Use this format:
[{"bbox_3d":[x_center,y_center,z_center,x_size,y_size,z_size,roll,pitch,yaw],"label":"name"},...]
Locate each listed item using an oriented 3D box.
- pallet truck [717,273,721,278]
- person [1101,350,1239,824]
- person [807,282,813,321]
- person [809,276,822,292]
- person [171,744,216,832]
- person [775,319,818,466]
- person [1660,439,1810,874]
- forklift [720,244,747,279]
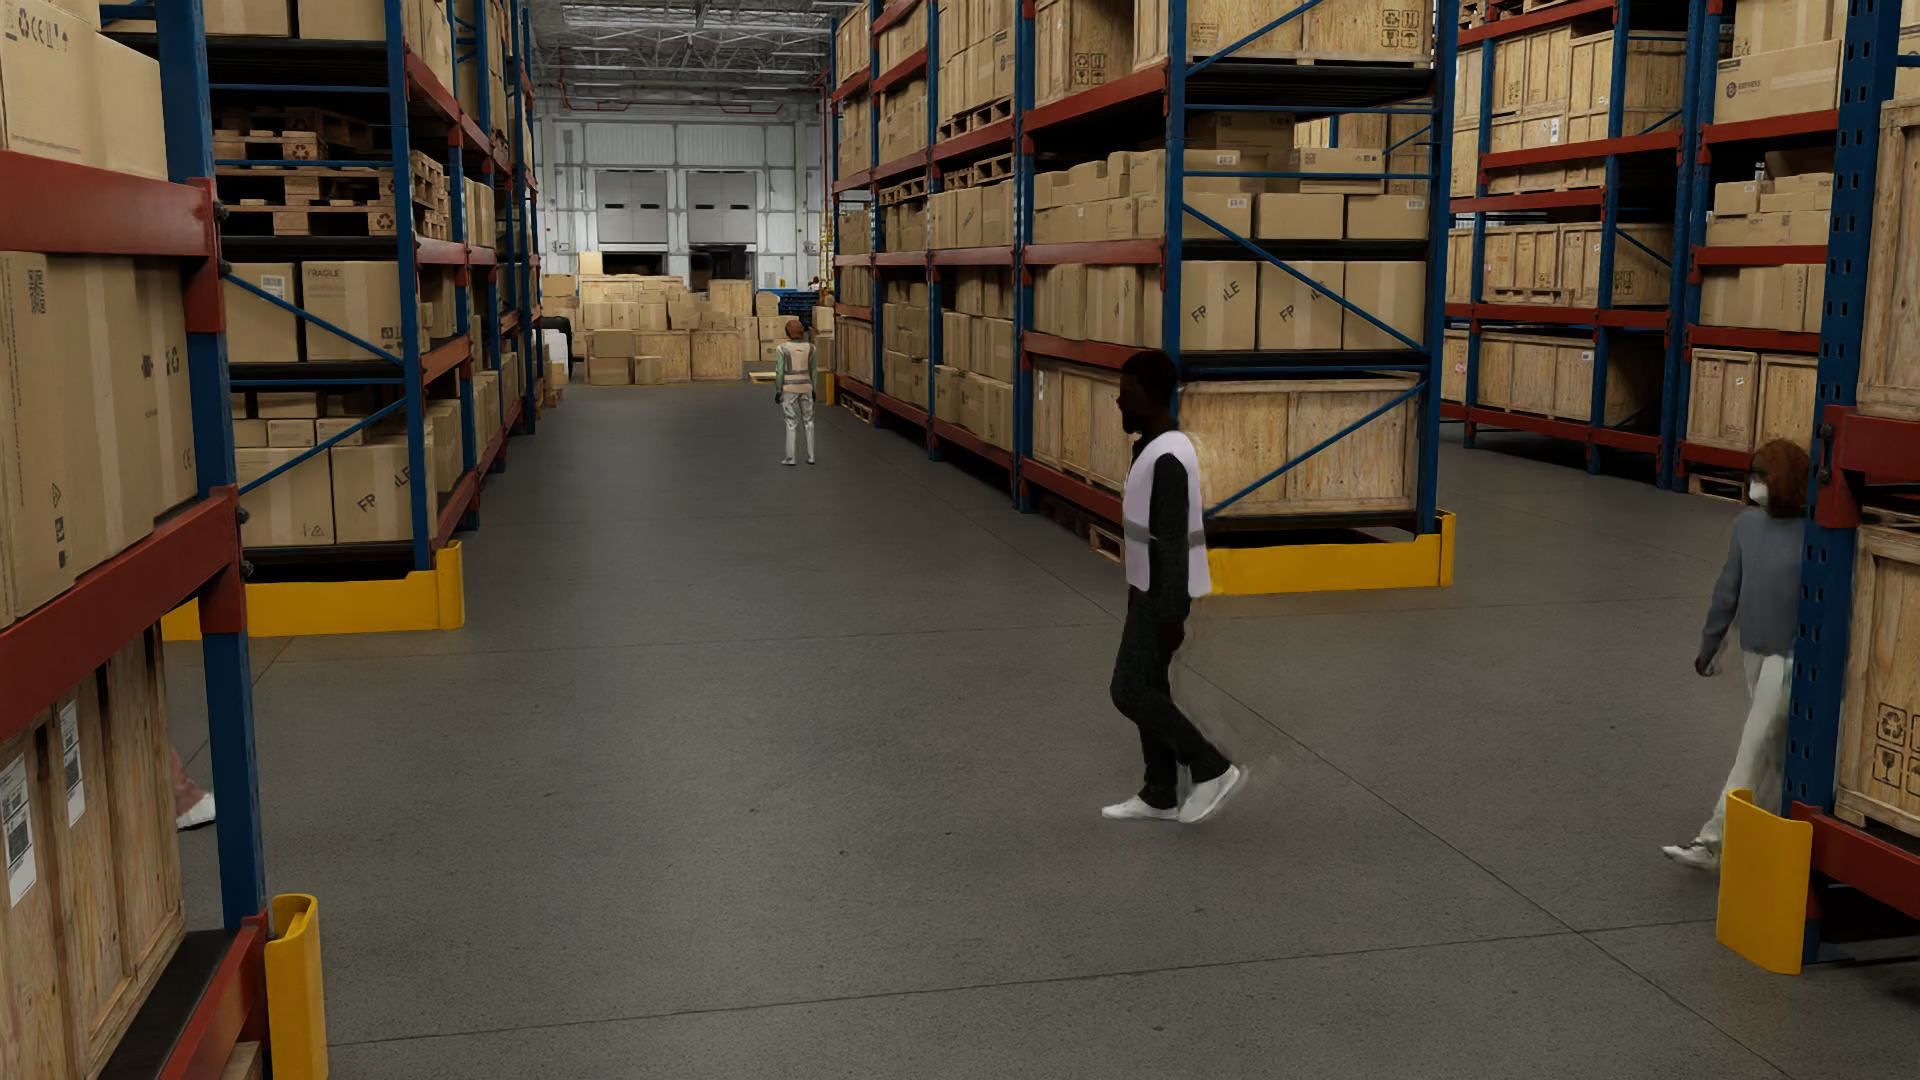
[{"bbox_3d":[-8.580,-8.986,62.280,1.885,1.965,0.823,1,9,5],"label":"pallet truck"},{"bbox_3d":[0.792,0.205,6.566,0.458,1.904,0.590,0,9,3],"label":"person"},{"bbox_3d":[-6.064,-9.656,67.462,0.307,1.638,0.511,1,9,5],"label":"person"},{"bbox_3d":[-5.324,-8.837,61.724,0.574,1.883,0.355,2,9,11],"label":"person"},{"bbox_3d":[-3.353,0.258,6.369,0.986,1.856,0.656,-6,11,-32],"label":"person"},{"bbox_3d":[-1.832,-1.647,18.646,0.523,1.636,0.311,-6,11,-30],"label":"person"},{"bbox_3d":[2.889,0.435,6.078,0.825,1.596,0.522,-2,10,-12],"label":"person"},{"bbox_3d":[-6.140,-6.632,45.249,1.873,2.768,1.129,-7,12,-37],"label":"forklift"}]
